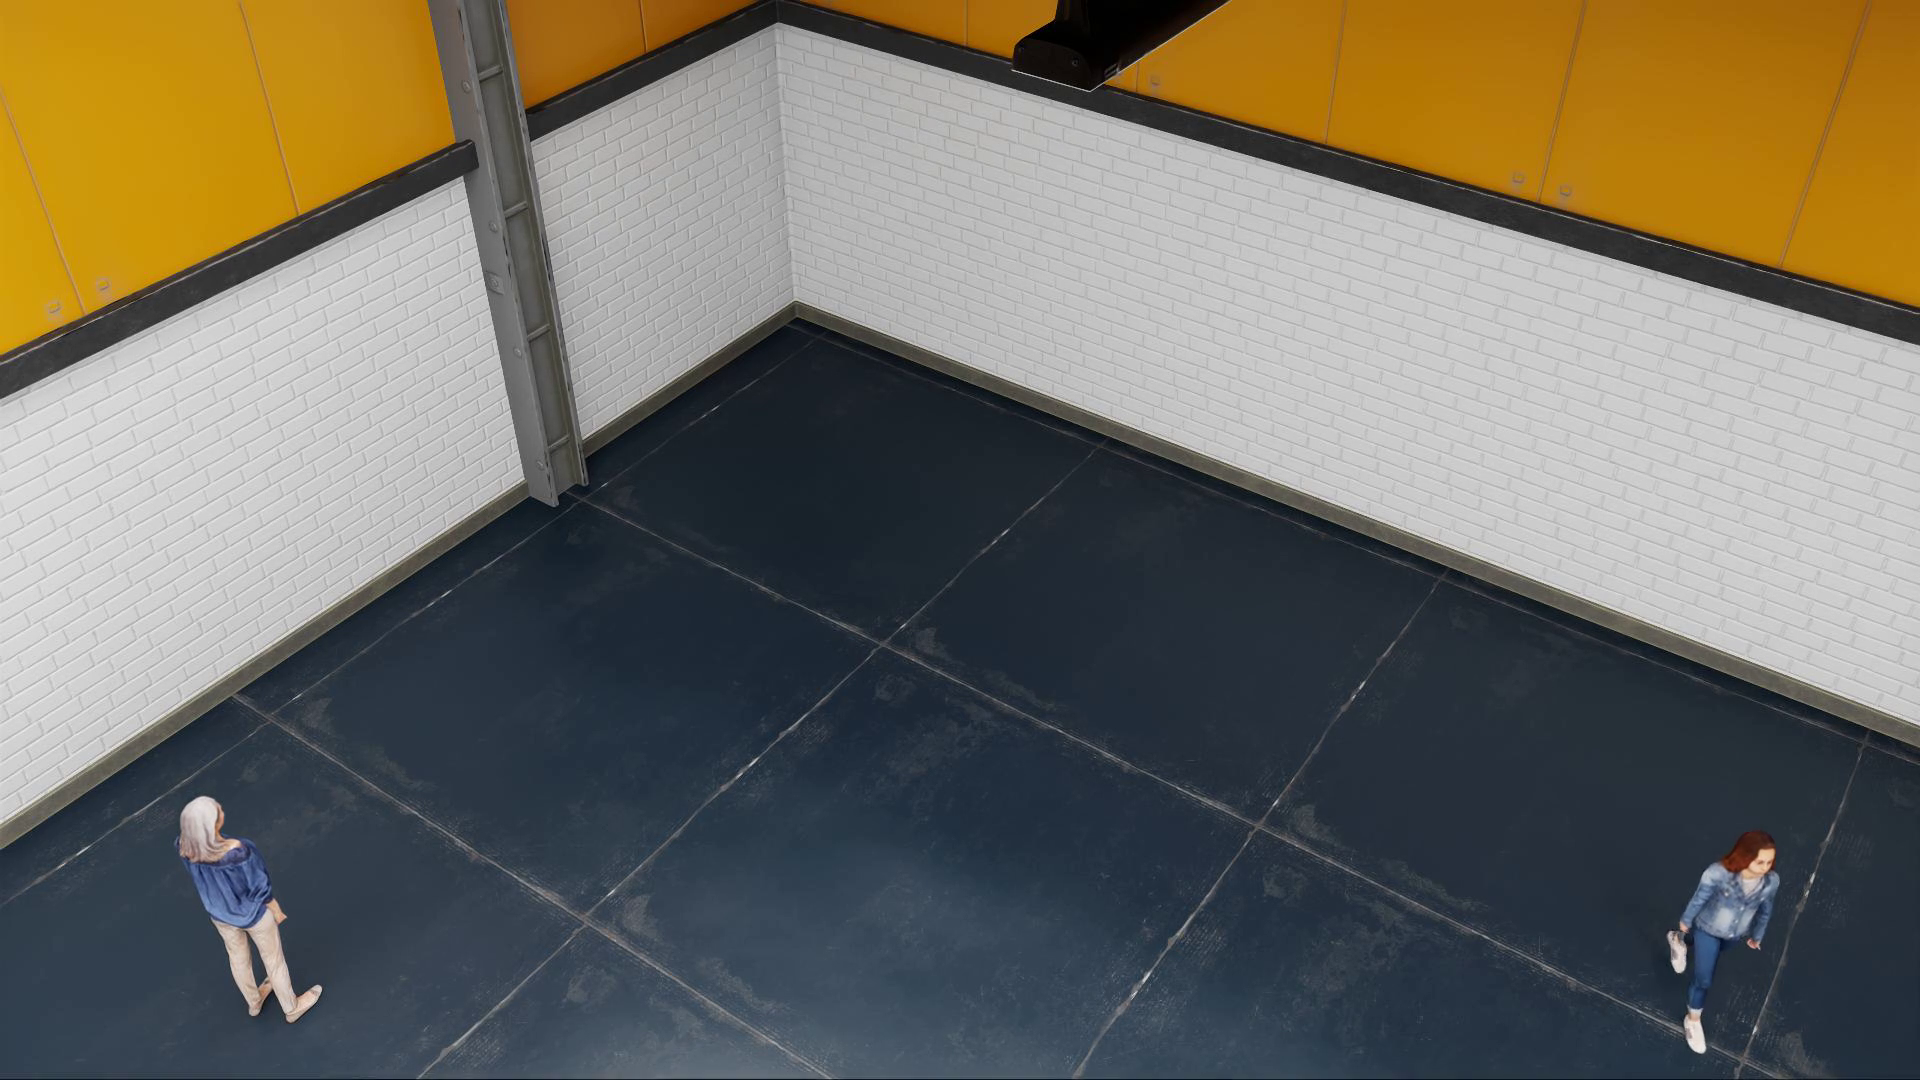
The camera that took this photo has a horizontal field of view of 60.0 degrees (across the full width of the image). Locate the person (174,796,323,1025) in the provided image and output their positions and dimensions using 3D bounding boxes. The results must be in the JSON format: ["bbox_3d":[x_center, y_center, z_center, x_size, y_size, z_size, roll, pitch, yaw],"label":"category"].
[{"bbox_3d":[-3.898,2.005,9.007,0.696,1.697,0.693,8,39,9],"label":"person"}]

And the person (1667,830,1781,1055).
[{"bbox_3d":[4.152,2.057,9.138,0.920,1.453,1.064,-1,39,-1],"label":"person"}]
